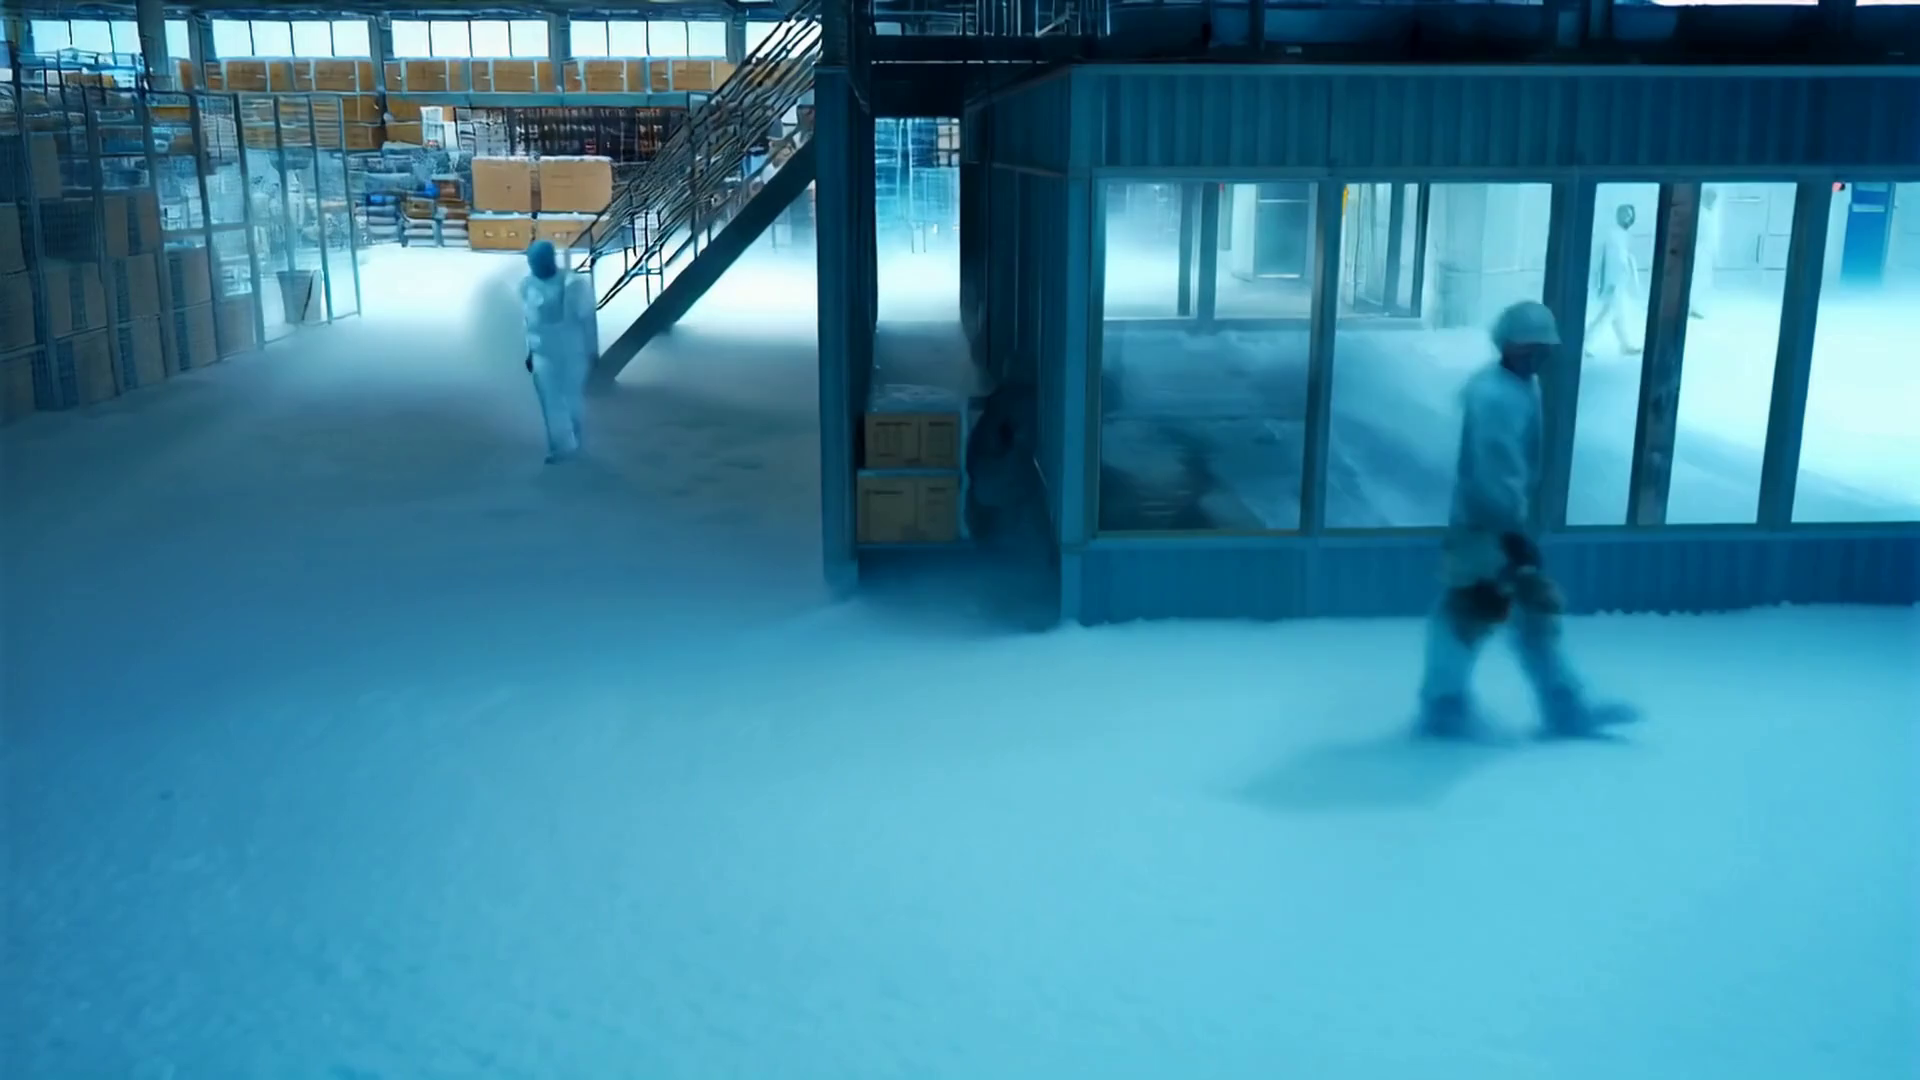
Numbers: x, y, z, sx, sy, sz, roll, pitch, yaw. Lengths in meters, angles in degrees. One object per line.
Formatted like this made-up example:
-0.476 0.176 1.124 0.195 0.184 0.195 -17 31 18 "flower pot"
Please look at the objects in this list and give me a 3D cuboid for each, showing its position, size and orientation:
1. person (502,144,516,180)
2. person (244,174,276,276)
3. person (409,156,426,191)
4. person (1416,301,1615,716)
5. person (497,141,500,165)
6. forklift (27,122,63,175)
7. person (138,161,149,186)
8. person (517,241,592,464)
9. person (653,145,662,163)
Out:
-20.630 -17.141 75.937 1.026 1.851 0.676 2 14 7 "person"
-12.749 -5.727 30.307 0.500 1.861 0.328 -9 16 -31 "person"
-17.106 -11.215 52.455 0.534 1.755 0.512 -3 14 -11 "person"
2.579 -0.112 7.644 0.978 1.950 0.653 13 19 43 "person"
-23.232 -19.159 83.787 0.934 1.951 0.636 -6 15 -22 "person"
-35.376 -14.773 64.377 1.129 2.768 1.873 -1 14 -2 "forklift"
-24.101 -10.439 49.492 0.553 1.663 0.769 -1 14 -3 "person"
-3.336 -1.565 13.760 0.631 1.801 0.800 0 14 0 "person"
-13.294 -16.442 73.172 0.403 1.833 0.586 -2 14 -8 "person"
